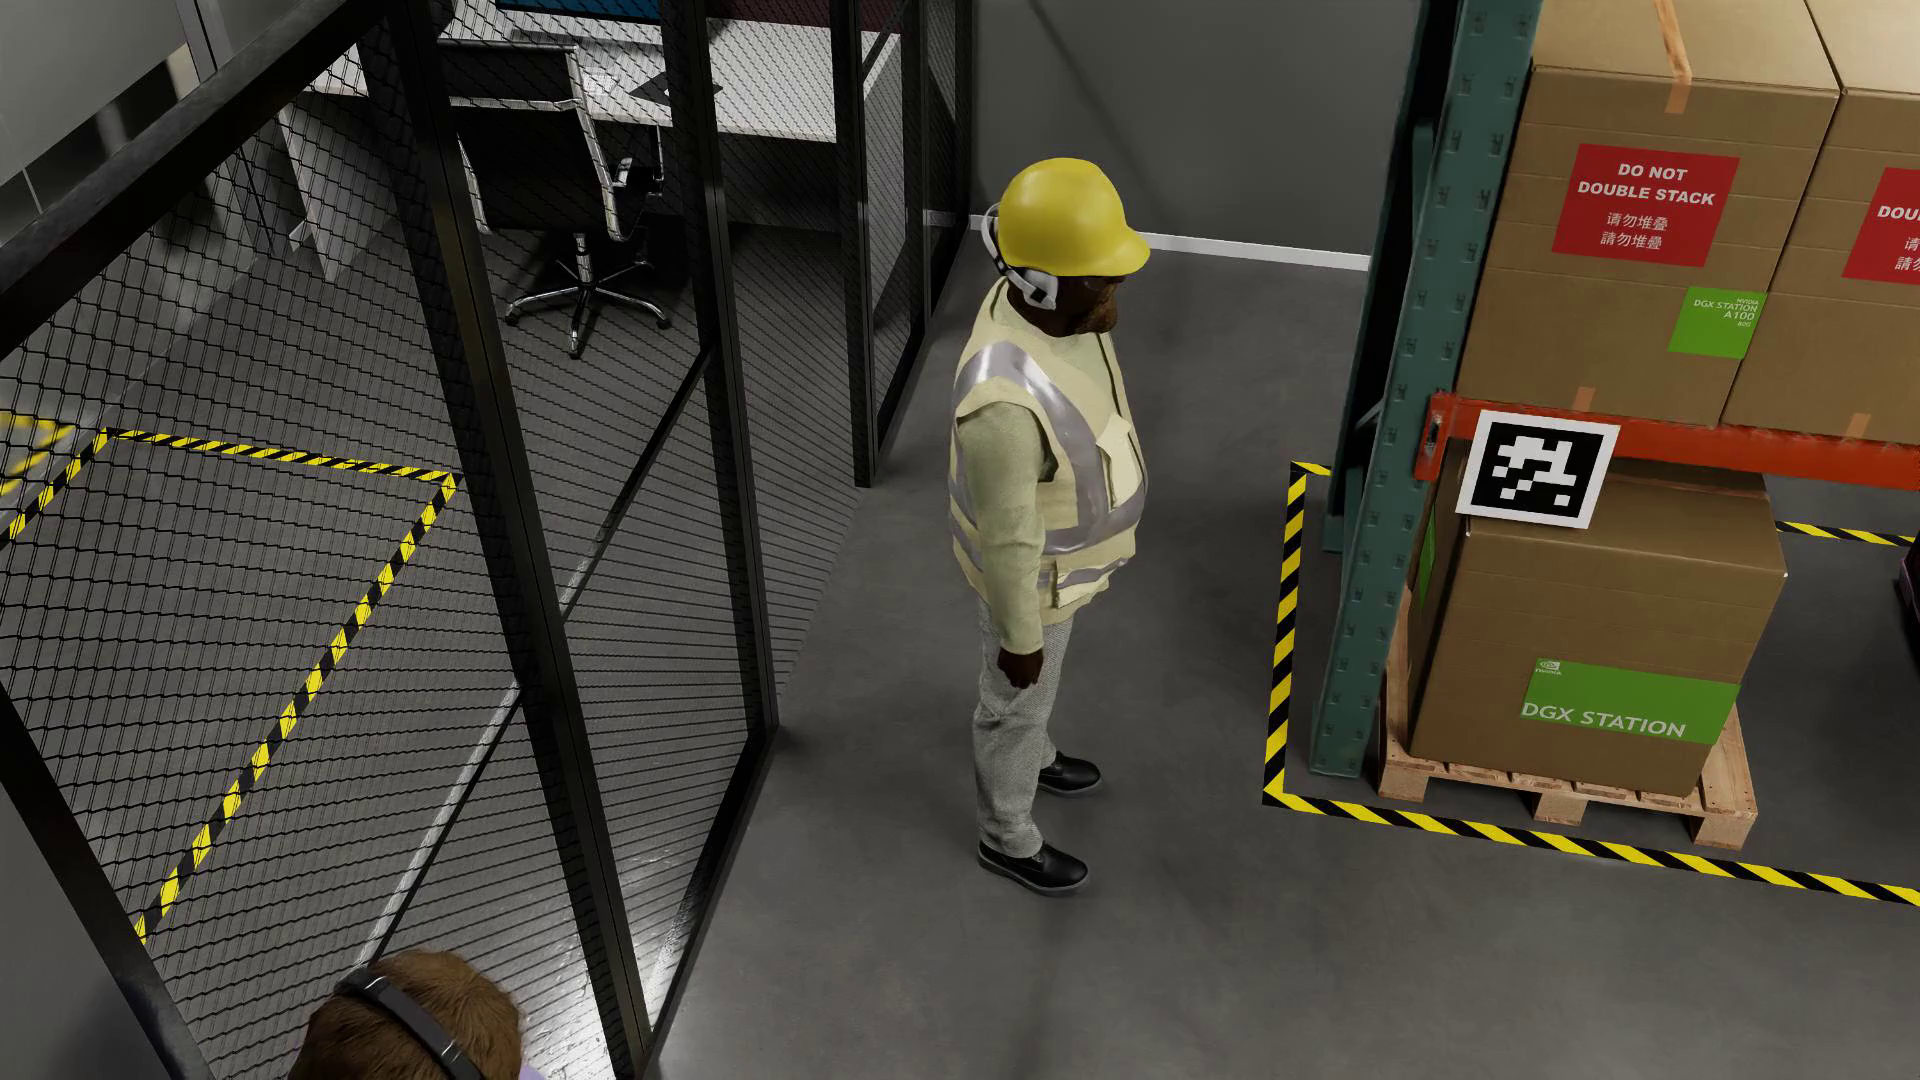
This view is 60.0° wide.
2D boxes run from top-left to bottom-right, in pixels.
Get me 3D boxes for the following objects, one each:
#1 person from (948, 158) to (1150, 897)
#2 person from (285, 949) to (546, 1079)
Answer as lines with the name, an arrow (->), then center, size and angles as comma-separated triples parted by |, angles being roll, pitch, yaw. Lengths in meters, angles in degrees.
person -> 0.184, 0.018, 3.557 | 0.404, 1.832, 0.598 | 8, 42, 9
person -> -0.525, 1.151, 2.173 | 0.630, 1.940, 0.372 | 19, 44, 20
